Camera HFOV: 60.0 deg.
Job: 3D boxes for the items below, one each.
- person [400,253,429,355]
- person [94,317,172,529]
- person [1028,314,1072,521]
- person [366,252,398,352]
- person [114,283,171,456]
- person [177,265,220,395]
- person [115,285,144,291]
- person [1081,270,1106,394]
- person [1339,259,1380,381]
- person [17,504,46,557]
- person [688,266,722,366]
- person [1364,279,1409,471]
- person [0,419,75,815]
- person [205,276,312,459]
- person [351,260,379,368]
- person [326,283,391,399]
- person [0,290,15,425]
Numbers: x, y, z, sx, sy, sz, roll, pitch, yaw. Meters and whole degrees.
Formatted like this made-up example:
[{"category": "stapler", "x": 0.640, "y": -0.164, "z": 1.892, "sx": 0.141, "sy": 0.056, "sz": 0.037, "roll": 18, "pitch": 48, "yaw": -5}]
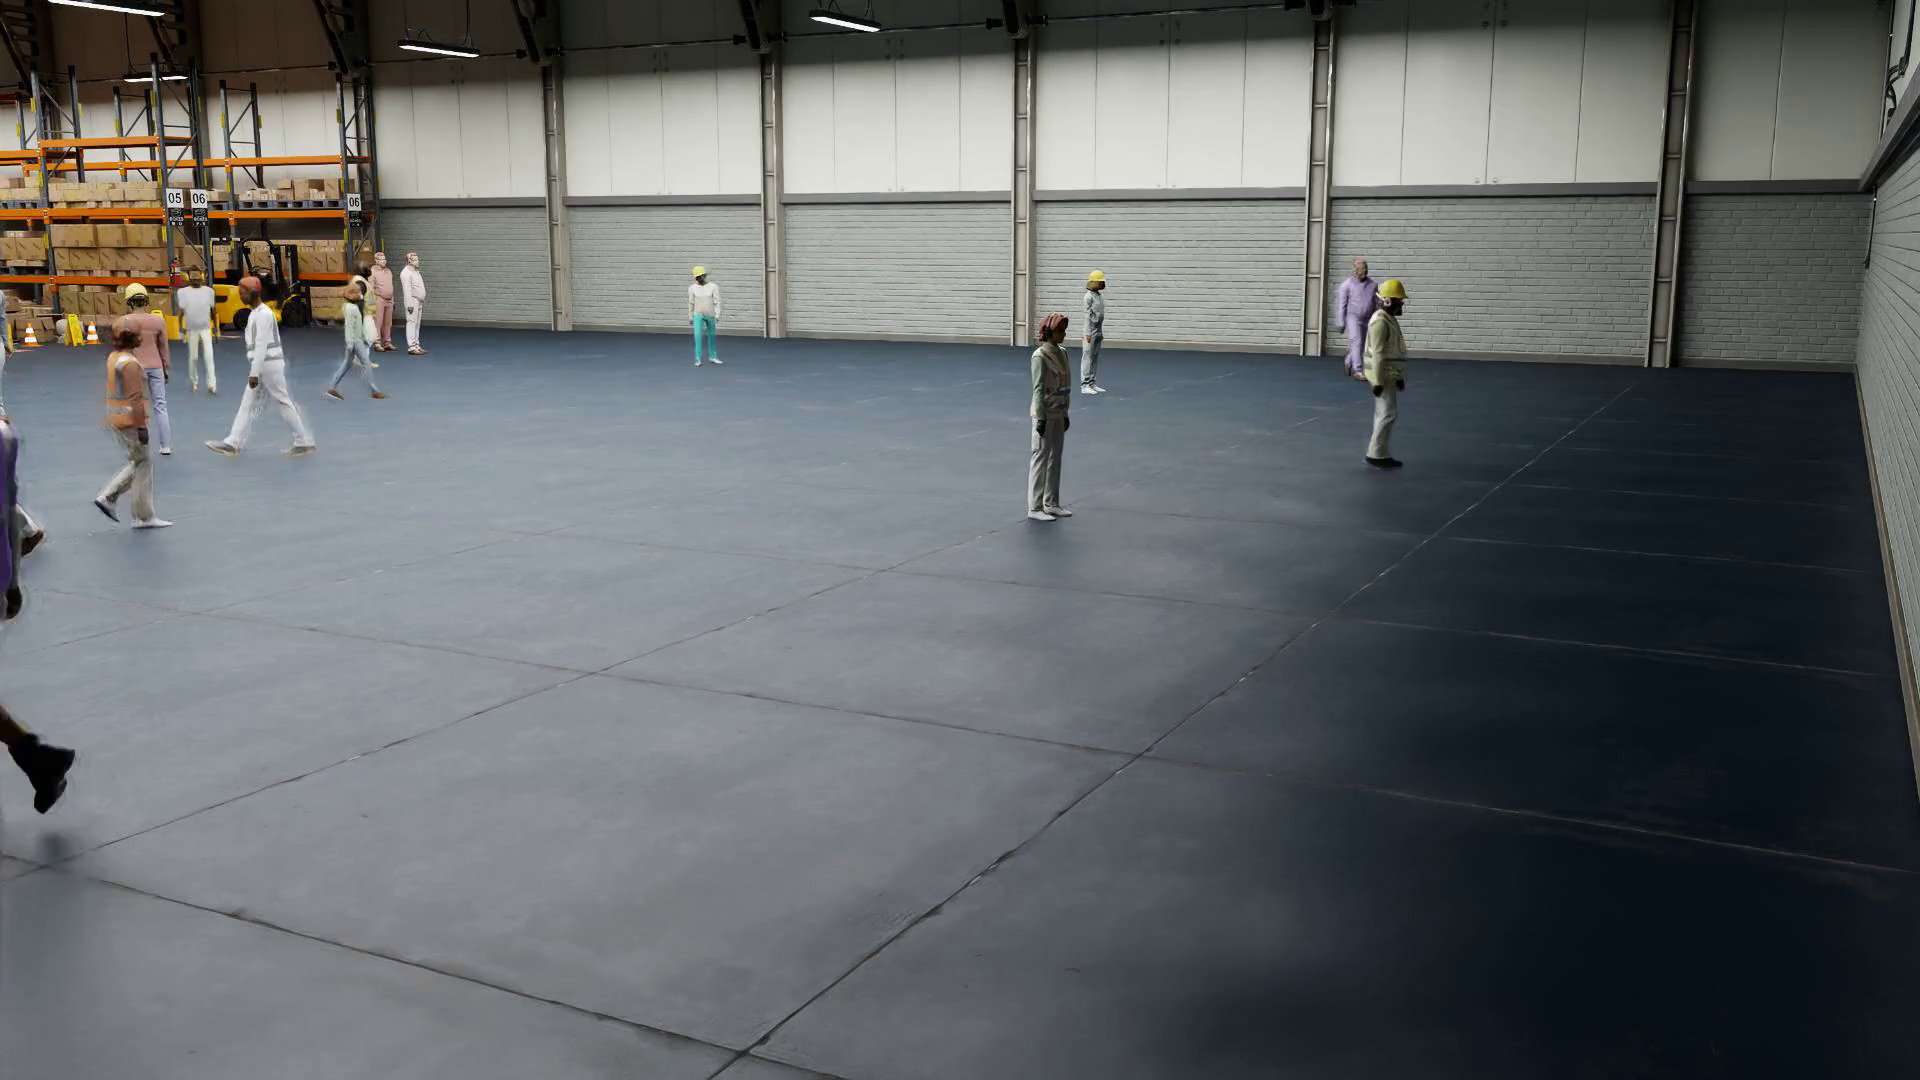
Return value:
[{"category": "person", "x": -10.295, "y": -4.456, "z": 31.409, "sx": 0.408, "sy": 1.909, "sz": 0.638, "roll": 0, "pitch": 10, "yaw": -2}, {"category": "person", "x": -6.333, "y": -0.878, "z": 12.664, "sx": 0.422, "sy": 1.624, "sz": 0.532, "roll": -8, "pitch": 13, "yaw": -38}, {"category": "person", "x": 0.713, "y": -0.968, "z": 13.146, "sx": 0.314, "sy": 1.629, "sz": 0.509, "roll": 5, "pitch": 12, "yaw": 27}, {"category": "person", "x": -11.179, "y": -4.606, "z": 32.226, "sx": 0.407, "sy": 1.906, "sz": 0.655, "roll": 4, "pitch": 11, "yaw": 22}, {"category": "person", "x": -8.309, "y": -1.723, "z": 16.915, "sx": 0.333, "sy": 1.761, "sz": 0.521, "roll": 9, "pitch": 14, "yaw": 41}, {"category": "person", "x": -10.804, "y": -2.984, "z": 23.608, "sx": 0.551, "sy": 1.832, "sz": 0.887, "roll": -7, "pitch": 12, "yaw": -32}, {"category": "person", "x": -19.391, "y": -5.858, "z": 39.007, "sx": 0.976, "sy": 1.915, "sz": 0.634, "roll": 5, "pitch": 12, "yaw": 26}, {"category": "person", "x": 1.923, "y": -2.959, "z": 23.687, "sx": 0.312, "sy": 1.744, "sz": 0.487, "roll": 6, "pitch": 12, "yaw": 29}, {"category": "person", "x": 6.180, "y": -3.425, "z": 25.862, "sx": 0.646, "sy": 1.884, "sz": 0.815, "roll": -4, "pitch": 11, "yaw": -20}, {"category": "person", "x": -6.762, "y": -0.624, "z": 11.365, "sx": 0.498, "sy": 1.591, "sz": 0.826, "roll": 8, "pitch": 13, "yaw": 37}, {"category": "person", "x": -4.414, "y": -3.889, "z": 28.838, "sx": 0.569, "sy": 1.720, "sz": 0.758, "roll": -2, "pitch": 11, "yaw": -11}, {"category": "person", "x": 4.087, "y": -1.585, "z": 15.973, "sx": 0.404, "sy": 1.828, "sz": 0.622, "roll": 4, "pitch": 11, "yaw": 20}, {"category": "person", "x": -3.717, "y": 0.147, "z": 6.288, "sx": 0.717, "sy": 1.919, "sz": 0.549, "roll": 2, "pitch": 11, "yaw": 13}, {"category": "person", "x": -7.030, "y": -1.707, "z": 16.620, "sx": 1.017, "sy": 1.827, "sz": 0.594, "roll": -6, "pitch": 12, "yaw": -31}, {"category": "person", "x": -10.027, "y": -3.787, "z": 28.004, "sx": 0.436, "sy": 1.827, "sz": 0.631, "roll": -4, "pitch": 11, "yaw": -19}, {"category": "person", "x": -8.317, "y": -2.713, "z": 22.760, "sx": 0.837, "sy": 1.596, "sz": 0.509, "roll": -3, "pitch": 11, "yaw": -18}, {"category": "person", "x": -11.486, "y": -2.302, "z": 19.590, "sx": 0.370, "sy": 1.934, "sz": 0.627, "roll": 5, "pitch": 12, "yaw": 27}]
